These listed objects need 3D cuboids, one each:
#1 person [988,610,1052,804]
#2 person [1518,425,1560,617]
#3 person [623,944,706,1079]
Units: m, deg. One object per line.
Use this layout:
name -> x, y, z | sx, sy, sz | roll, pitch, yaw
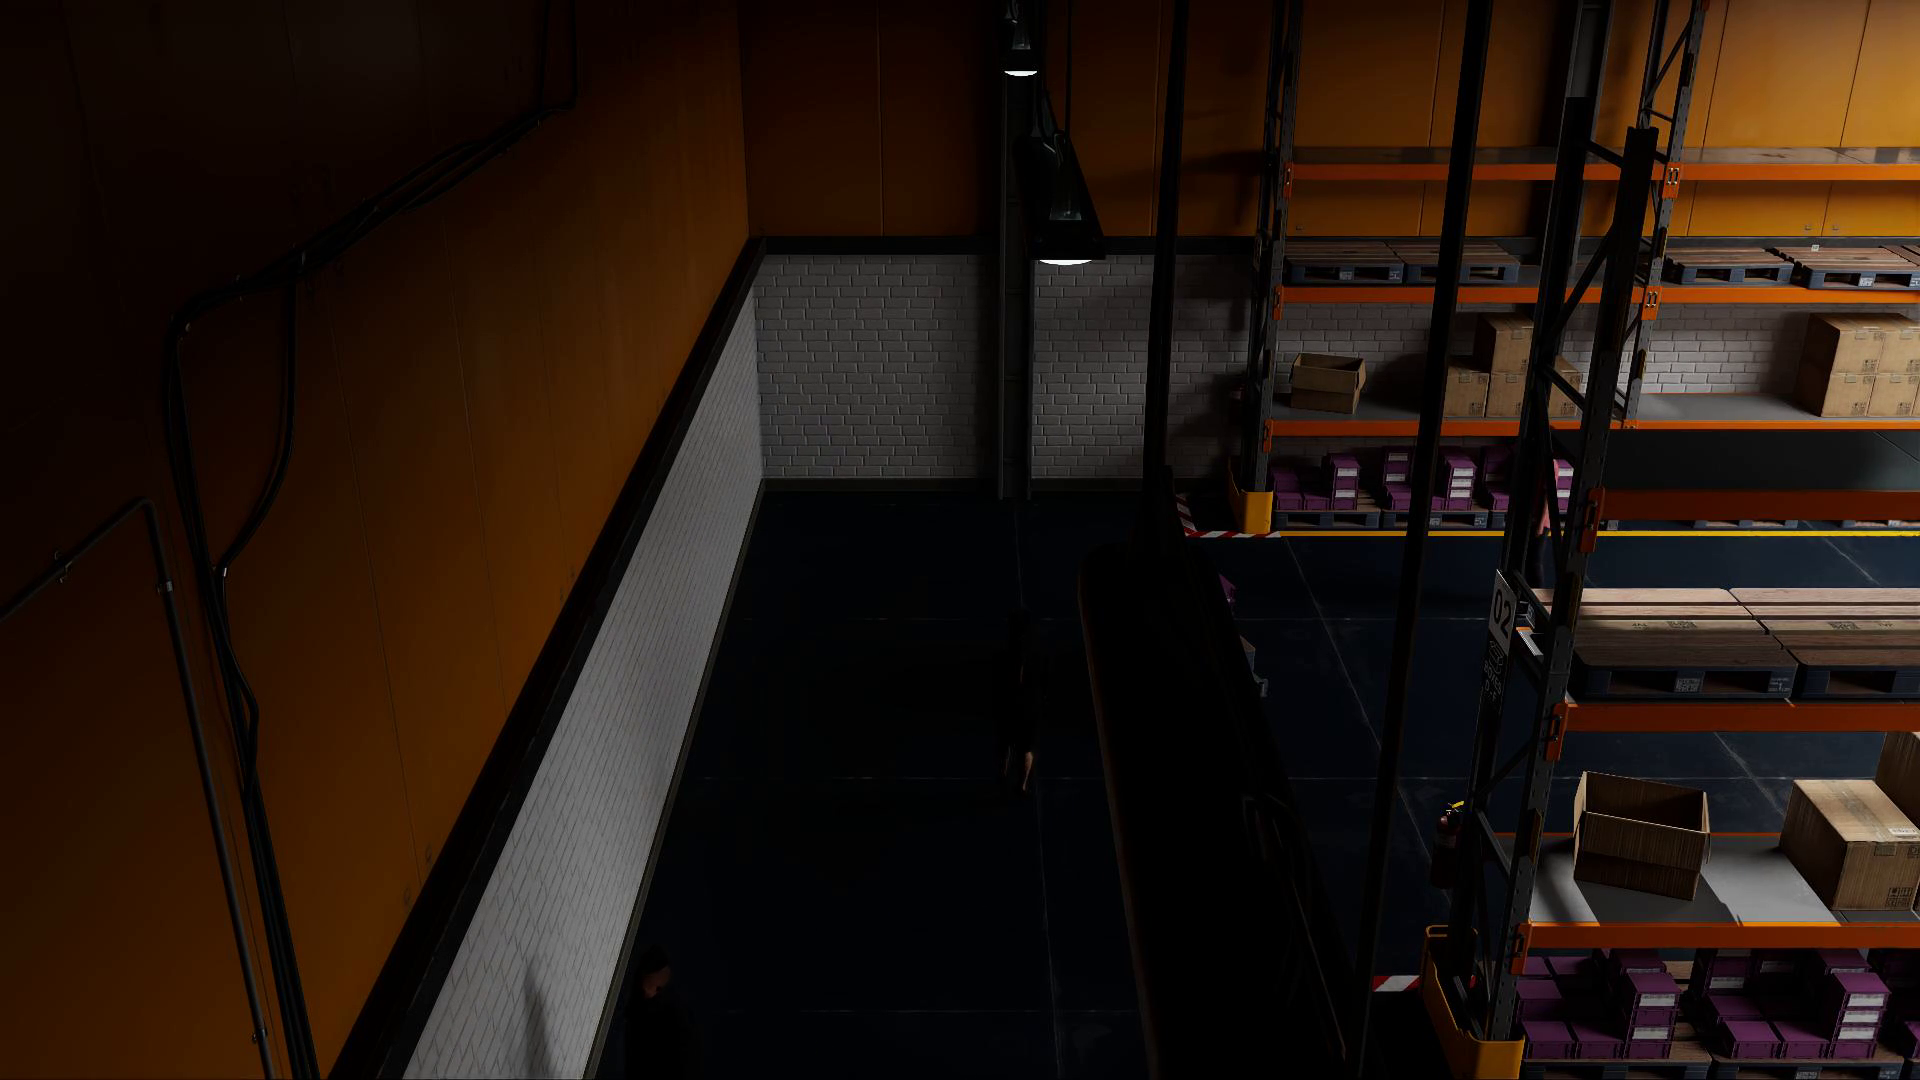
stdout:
person -> 0.494, 1.371, 13.261 | 0.683, 1.663, 0.829 | -5, 24, -12
person -> 5.752, -0.209, 16.509 | 0.546, 1.956, 0.627 | 0, 24, -1
person -> -1.635, 3.023, 9.230 | 0.937, 1.866, 0.882 | -21, 31, -39
